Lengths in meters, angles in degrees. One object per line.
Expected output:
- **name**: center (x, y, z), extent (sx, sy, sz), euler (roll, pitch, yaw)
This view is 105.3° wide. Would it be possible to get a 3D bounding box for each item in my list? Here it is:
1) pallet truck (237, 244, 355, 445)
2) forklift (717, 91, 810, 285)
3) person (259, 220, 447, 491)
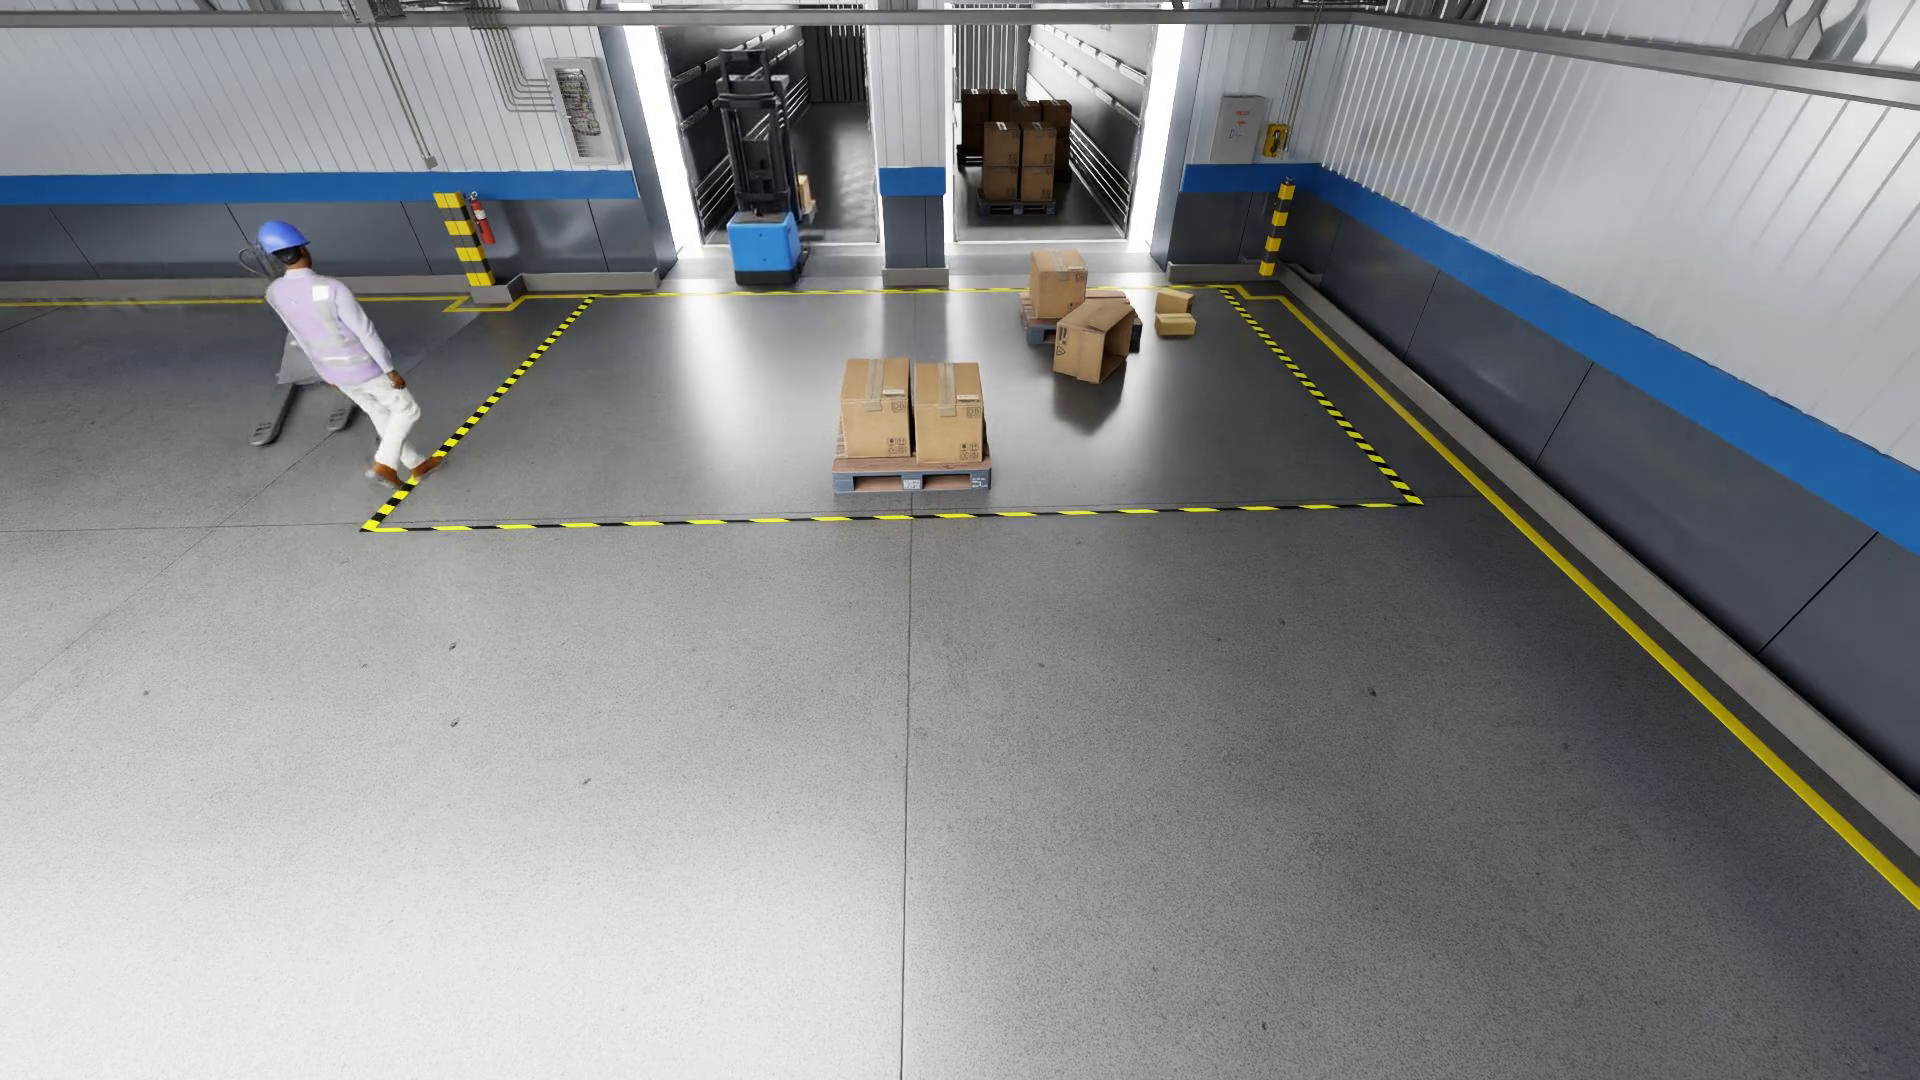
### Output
- **pallet truck**: center (-5.915, -1.733, 6.366), extent (0.680, 1.201, 1.601), euler (-18, 42, -21)
- **forklift**: center (-2.414, -4.171, 8.792), extent (0.716, 2.013, 0.776), euler (-1, 38, -1)
- **person**: center (-4.267, -1.175, 5.115), extent (0.633, 1.918, 0.668), euler (6, 39, 8)
